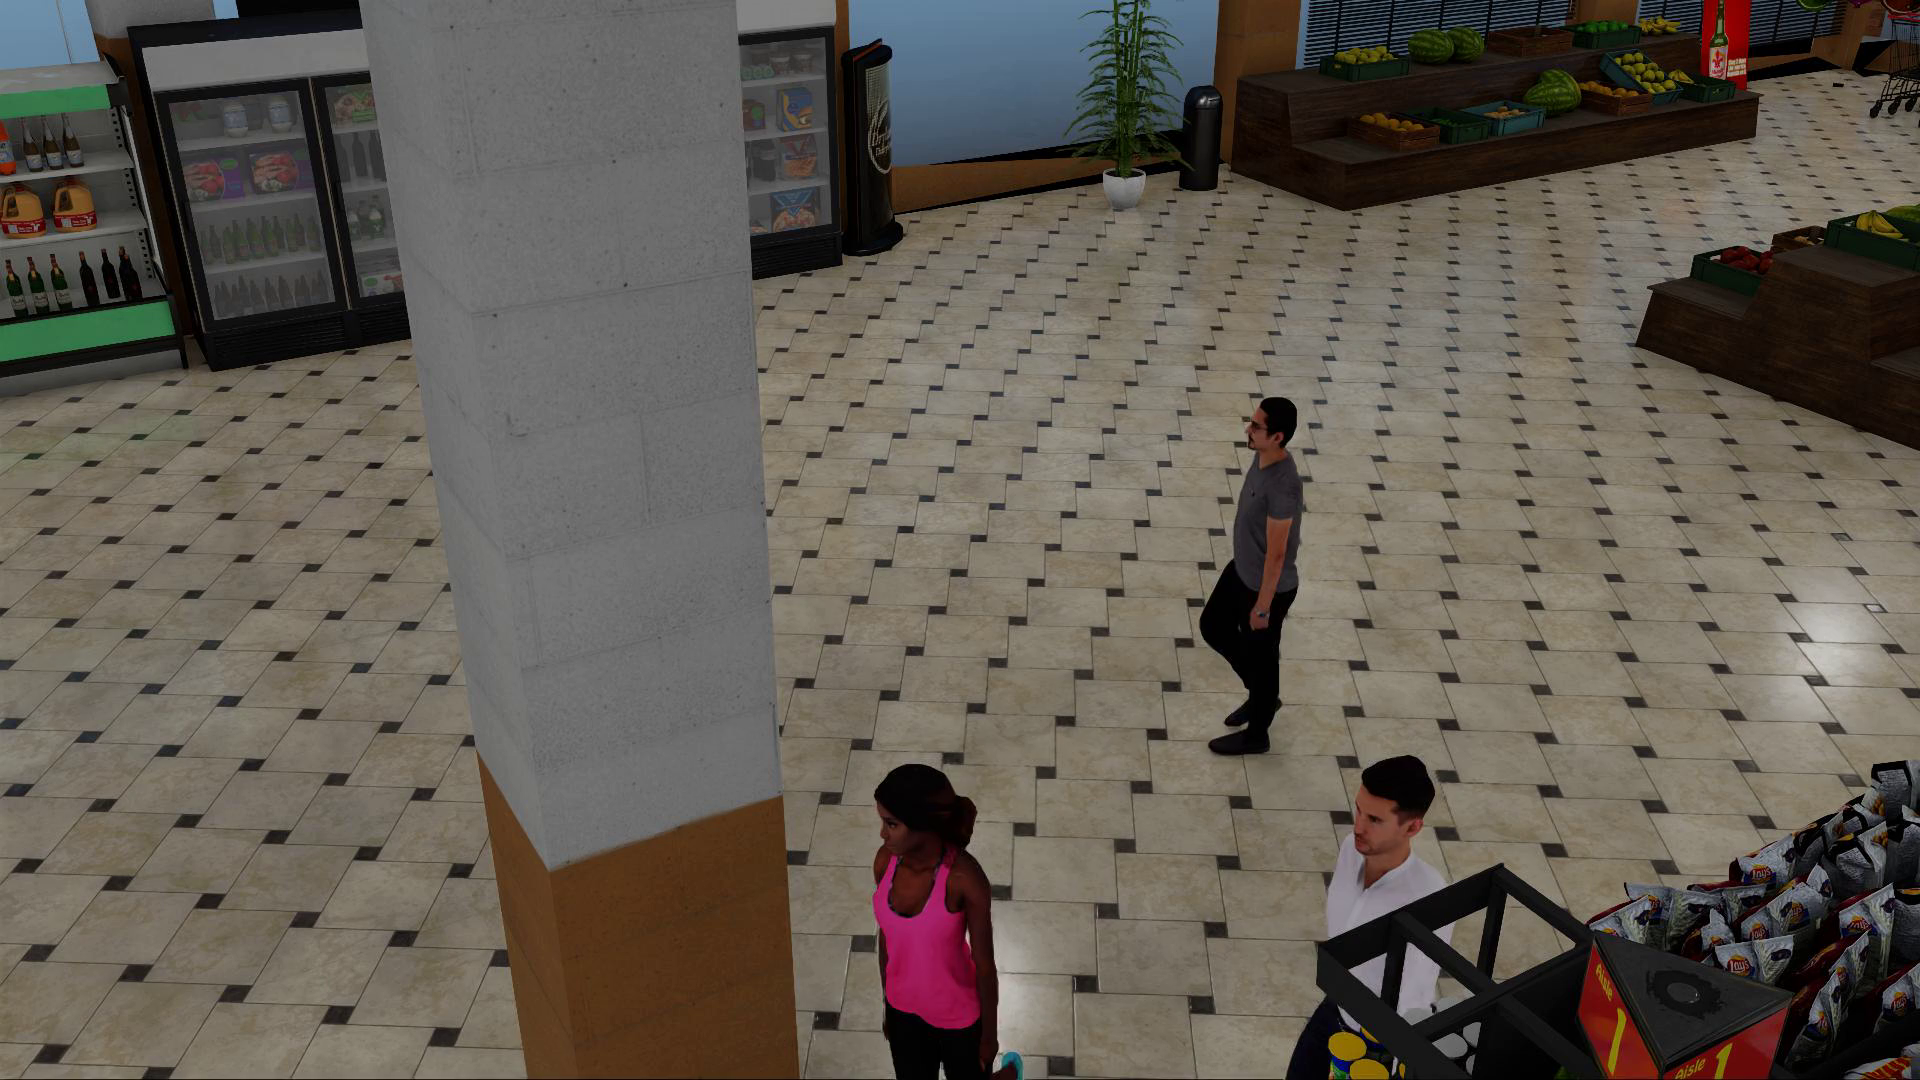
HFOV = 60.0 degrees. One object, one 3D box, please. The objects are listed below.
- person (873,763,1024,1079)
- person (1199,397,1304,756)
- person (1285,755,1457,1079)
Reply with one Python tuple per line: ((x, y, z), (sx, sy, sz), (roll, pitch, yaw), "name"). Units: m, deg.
((-0.021, 1.381, 5.068), (0.881, 1.697, 1.040), (12, 29, 22), "person")
((1.415, 0.171, 7.398), (0.773, 1.750, 0.750), (-2, 27, -4), "person")
((1.298, 1.423, 4.842), (1.246, 1.826, 0.679), (-13, 30, -23), "person")
